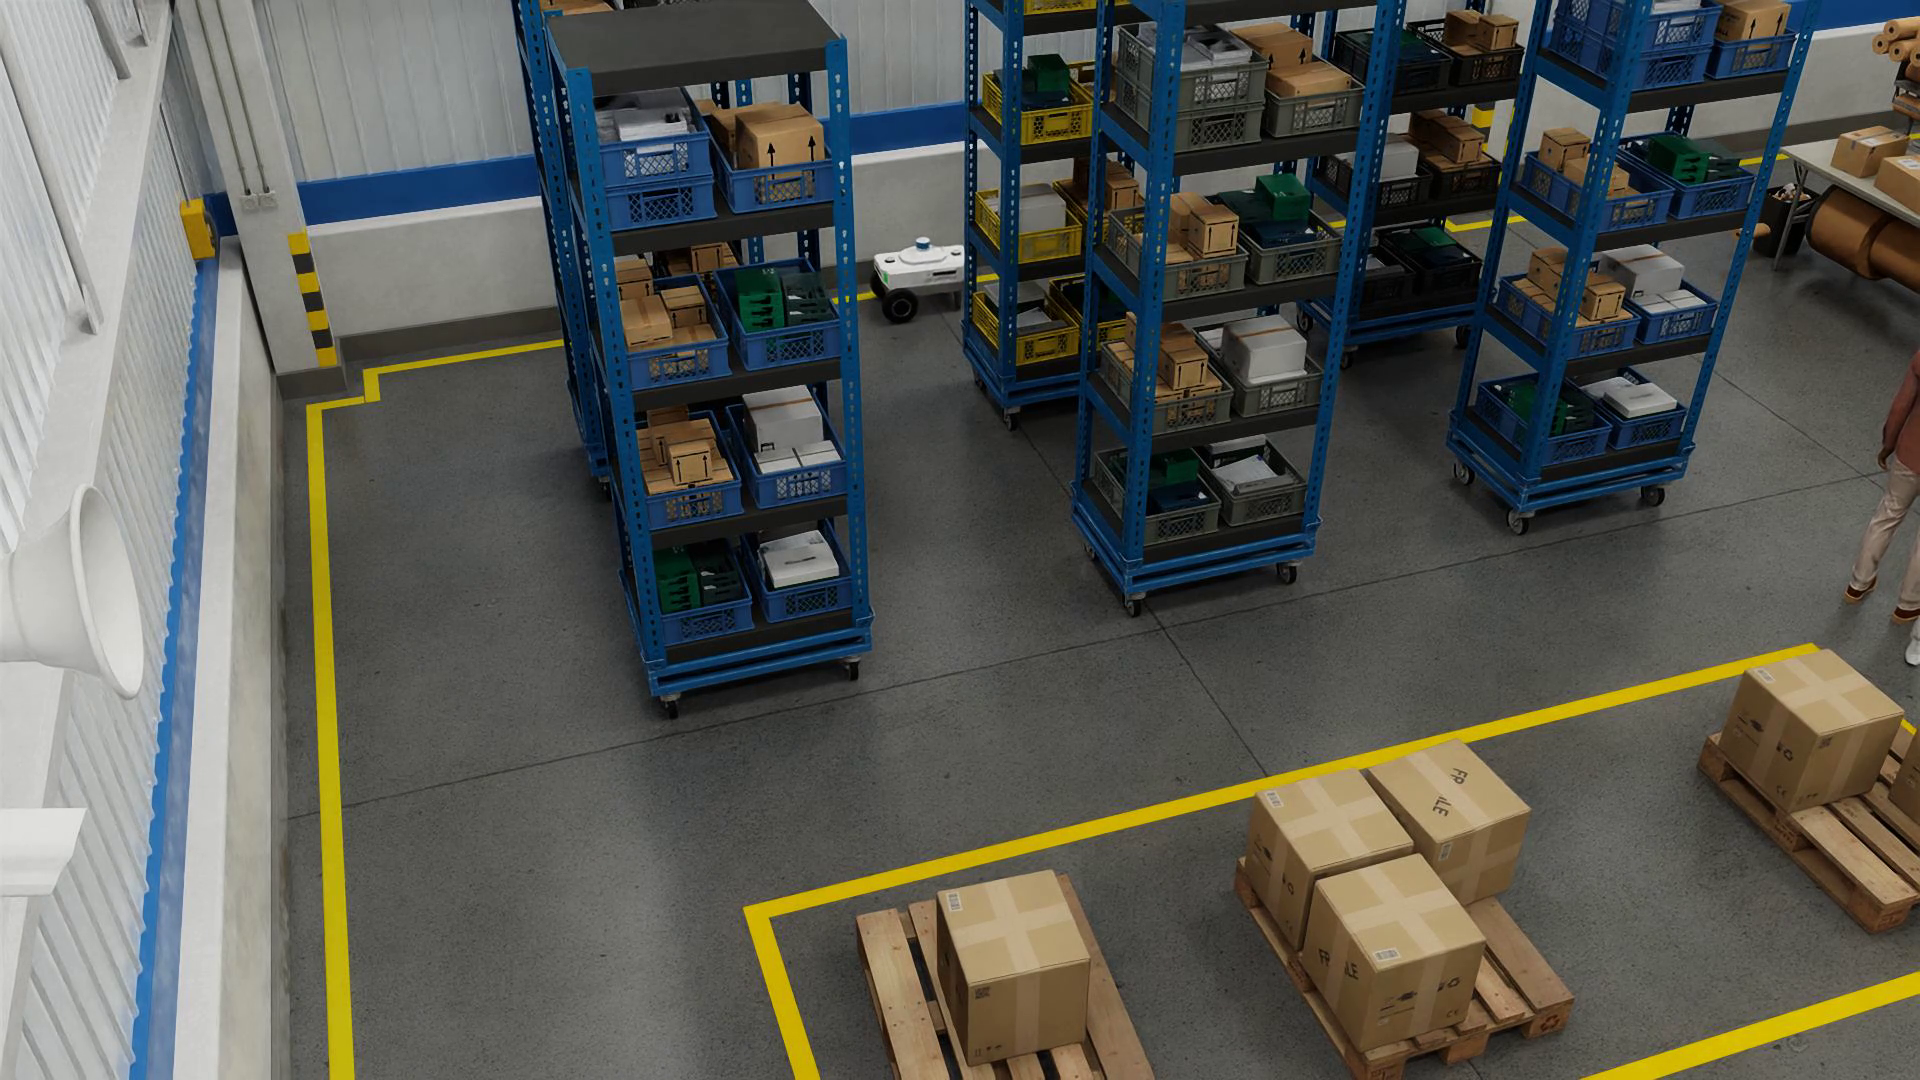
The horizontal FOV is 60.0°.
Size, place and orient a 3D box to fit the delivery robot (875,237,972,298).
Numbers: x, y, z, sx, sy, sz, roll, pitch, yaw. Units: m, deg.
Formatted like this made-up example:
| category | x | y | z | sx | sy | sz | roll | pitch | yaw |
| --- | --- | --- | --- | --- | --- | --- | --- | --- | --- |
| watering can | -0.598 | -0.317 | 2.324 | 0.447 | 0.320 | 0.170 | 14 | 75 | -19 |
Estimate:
| category | x | y | z | sx | sy | sz | roll | pitch | yaw |
| --- | --- | --- | --- | --- | --- | --- | --- | --- | --- |
| delivery robot | -0.275 | -2.057 | 12.625 | 0.707 | 0.478 | 0.477 | -8 | 36 | -12 |

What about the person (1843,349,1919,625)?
| category | x | y | z | sx | sy | sz | roll | pitch | yaw |
| --- | --- | --- | --- | --- | --- | --- | --- | --- | --- |
| person | 5.407 | -0.449 | 9.184 | 0.396 | 1.993 | 0.617 | -25 | 42 | -31 |

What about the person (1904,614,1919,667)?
| category | x | y | z | sx | sy | sz | roll | pitch | yaw |
| --- | --- | --- | --- | --- | --- | --- | --- | --- | --- |
| person | 5.506 | 0.014 | 8.832 | 0.523 | 1.638 | 0.310 | 12 | 37 | 16 |
